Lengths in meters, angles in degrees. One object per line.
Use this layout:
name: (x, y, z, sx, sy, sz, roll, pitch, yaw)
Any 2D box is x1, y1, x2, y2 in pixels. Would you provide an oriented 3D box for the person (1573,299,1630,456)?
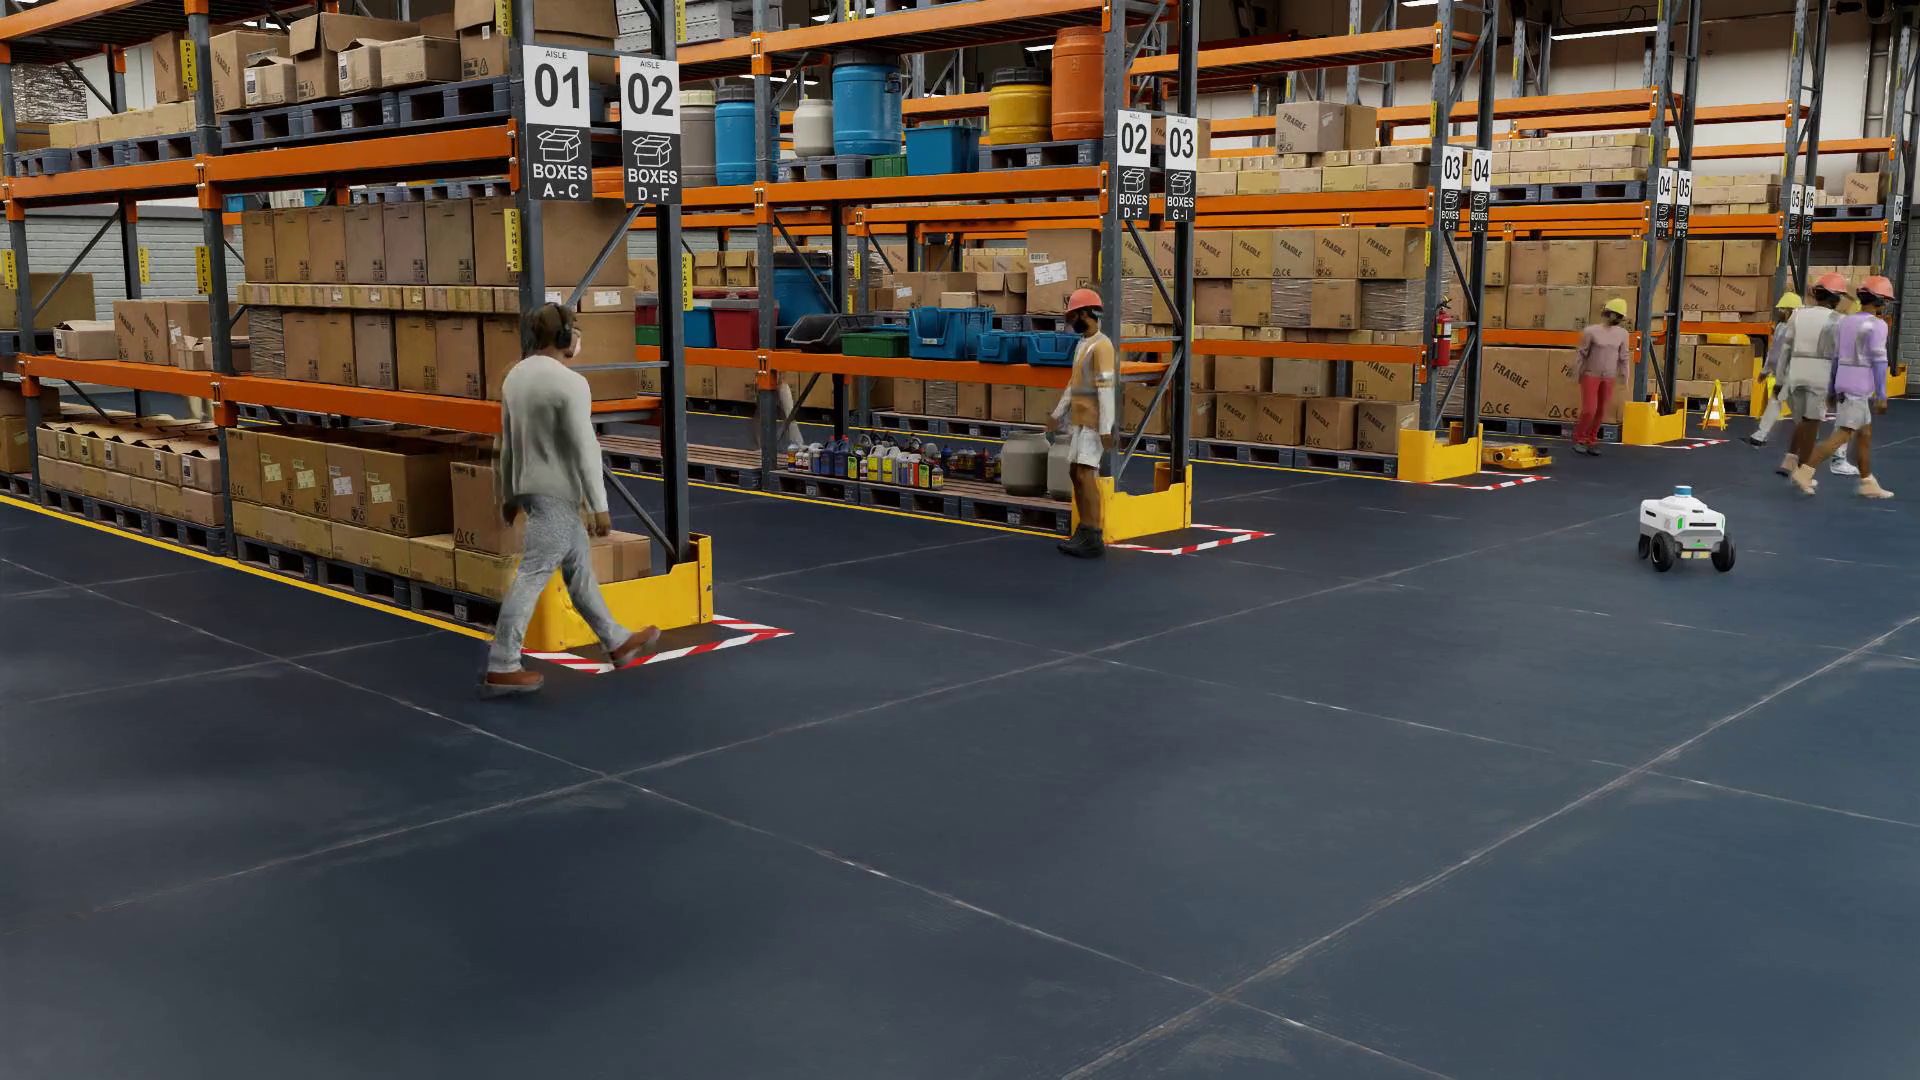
person: (7.040, -1.783, 18.261, 0.541, 1.725, 0.524, -1, 9, -7)

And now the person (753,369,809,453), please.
person: (-2.009, -1.714, 18.242, 0.537, 1.593, 0.847, -9, 13, -44)

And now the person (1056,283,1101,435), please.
person: (1.158, -1.396, 15.304, 0.453, 1.918, 0.650, 8, 12, 42)

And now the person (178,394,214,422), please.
person: (-8.044, -1.625, 17.609, 0.411, 1.620, 0.522, 8, 12, 39)

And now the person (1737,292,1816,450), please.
person: (9.400, -1.918, 18.953, 0.945, 1.786, 0.593, 1, 9, 6)

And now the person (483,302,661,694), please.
person: (-1.942, -0.220, 8.193, 1.041, 1.881, 0.651, -8, 12, -41)

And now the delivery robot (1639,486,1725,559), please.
delivery robot: (5.021, -0.135, 11.578, 0.477, 0.478, 0.707, 1, 10, 1)

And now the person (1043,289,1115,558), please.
person: (0.862, -0.848, 12.001, 0.501, 1.899, 0.587, -2, 9, -10)

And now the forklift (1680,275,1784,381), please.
forklift: (12.480, -3.427, 27.053, 1.214, 2.155, 2.313, 9, 13, 43)

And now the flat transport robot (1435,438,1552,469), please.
flat transport robot: (5.454, -0.934, 17.651, 0.652, 0.197, 1.431, -9, 13, -44)

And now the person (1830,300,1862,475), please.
person: (9.007, -1.543, 16.752, 0.317, 1.743, 0.488, 6, 11, 31)

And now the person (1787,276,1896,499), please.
person: (7.923, -1.349, 14.865, 0.969, 2.009, 0.646, 0, 9, 1)

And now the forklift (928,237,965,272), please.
forklift: (-0.326, -5.817, 39.609, 1.129, 2.768, 1.873, 9, 13, 43)

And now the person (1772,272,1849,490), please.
person: (7.976, -1.484, 15.555, 0.534, 2.014, 0.689, -5, 10, -26)

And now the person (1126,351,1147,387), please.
person: (2.451, -2.311, 21.880, 0.536, 1.606, 0.677, -8, 12, -39)
